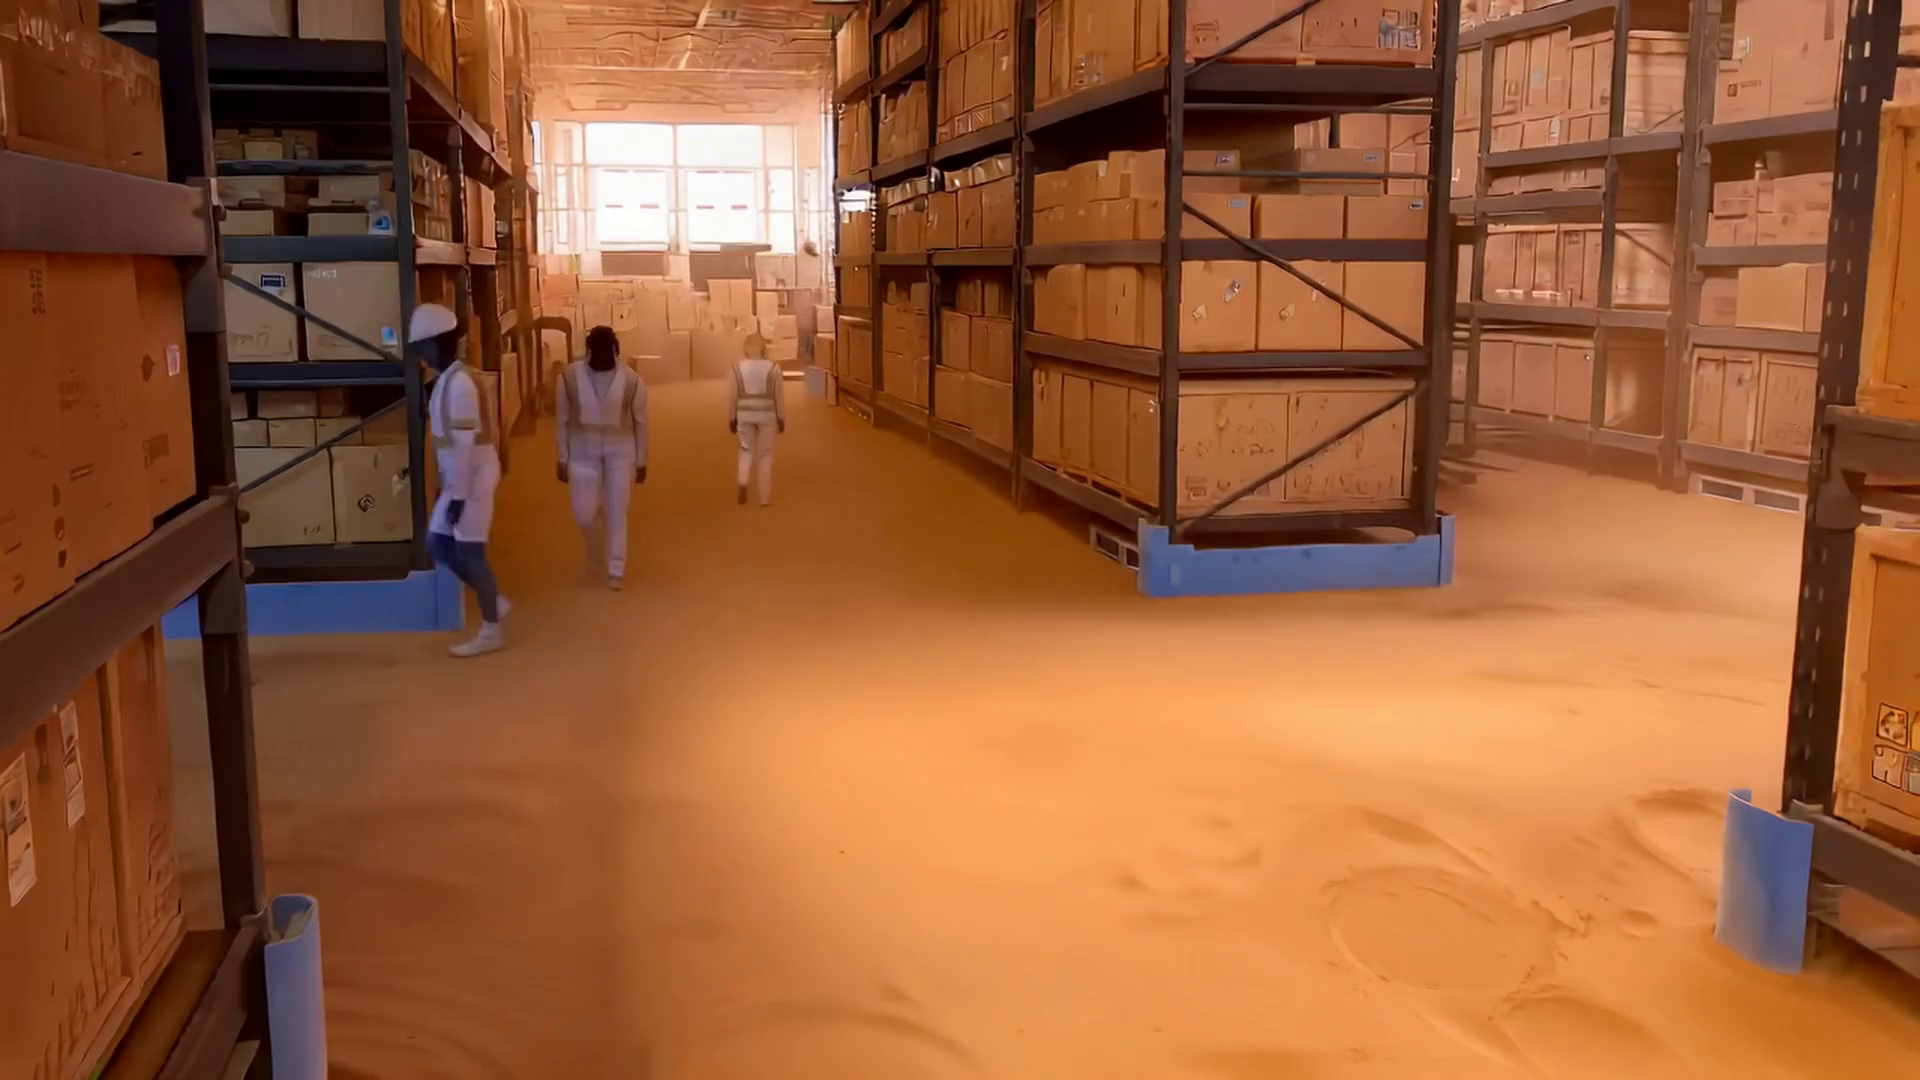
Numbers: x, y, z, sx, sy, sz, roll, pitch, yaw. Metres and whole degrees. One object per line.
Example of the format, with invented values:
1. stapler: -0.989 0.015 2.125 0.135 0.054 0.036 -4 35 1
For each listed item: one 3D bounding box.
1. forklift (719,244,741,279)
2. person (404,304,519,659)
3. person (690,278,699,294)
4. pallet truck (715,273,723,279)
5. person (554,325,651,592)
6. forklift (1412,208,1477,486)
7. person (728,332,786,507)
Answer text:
1. forklift: -6.091 -6.487 44.366 1.873 2.768 1.129 -3 10 -20
2. person: -2.853 -0.325 9.438 0.494 2.011 0.684 -5 11 -28
3. person: -8.791 -7.855 55.838 0.892 1.845 0.594 0 9 -2
4. pallet truck: -8.580 -8.986 62.280 1.885 1.965 0.823 1 9 5
5. person: -2.438 -0.550 11.371 0.652 1.830 0.438 -2 9 -11
6. forklift: 4.426 -2.033 17.213 1.129 2.768 1.873 -2 10 -12
7. person: -1.875 -1.104 15.371 0.527 1.630 0.392 0 9 3
